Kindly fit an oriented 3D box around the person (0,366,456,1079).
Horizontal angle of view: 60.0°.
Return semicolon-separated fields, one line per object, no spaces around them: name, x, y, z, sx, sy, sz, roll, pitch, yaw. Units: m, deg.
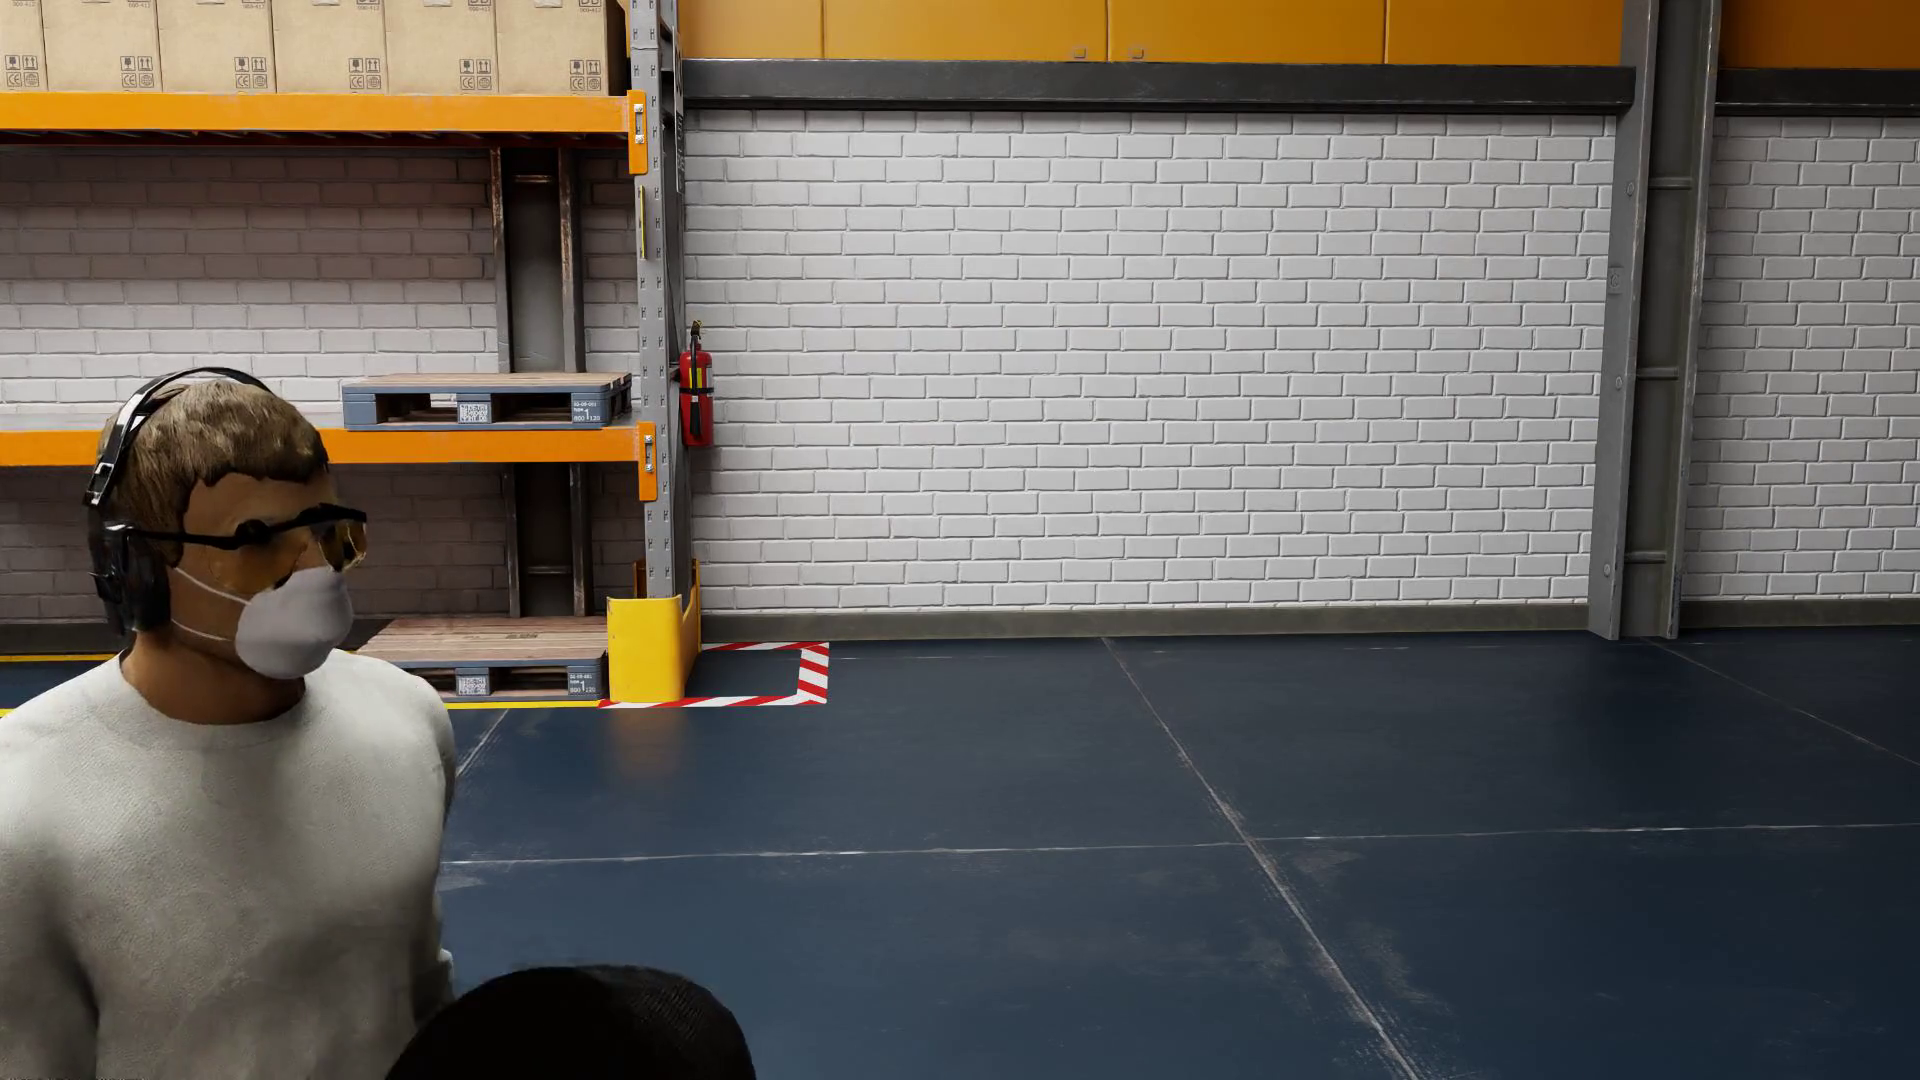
person;-0.701;0.799;1.660;0.376;1.940;0.629;4;10;22

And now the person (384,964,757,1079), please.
person;-0.196;0.924;0.894;0.964;1.928;0.683;2;9;14
